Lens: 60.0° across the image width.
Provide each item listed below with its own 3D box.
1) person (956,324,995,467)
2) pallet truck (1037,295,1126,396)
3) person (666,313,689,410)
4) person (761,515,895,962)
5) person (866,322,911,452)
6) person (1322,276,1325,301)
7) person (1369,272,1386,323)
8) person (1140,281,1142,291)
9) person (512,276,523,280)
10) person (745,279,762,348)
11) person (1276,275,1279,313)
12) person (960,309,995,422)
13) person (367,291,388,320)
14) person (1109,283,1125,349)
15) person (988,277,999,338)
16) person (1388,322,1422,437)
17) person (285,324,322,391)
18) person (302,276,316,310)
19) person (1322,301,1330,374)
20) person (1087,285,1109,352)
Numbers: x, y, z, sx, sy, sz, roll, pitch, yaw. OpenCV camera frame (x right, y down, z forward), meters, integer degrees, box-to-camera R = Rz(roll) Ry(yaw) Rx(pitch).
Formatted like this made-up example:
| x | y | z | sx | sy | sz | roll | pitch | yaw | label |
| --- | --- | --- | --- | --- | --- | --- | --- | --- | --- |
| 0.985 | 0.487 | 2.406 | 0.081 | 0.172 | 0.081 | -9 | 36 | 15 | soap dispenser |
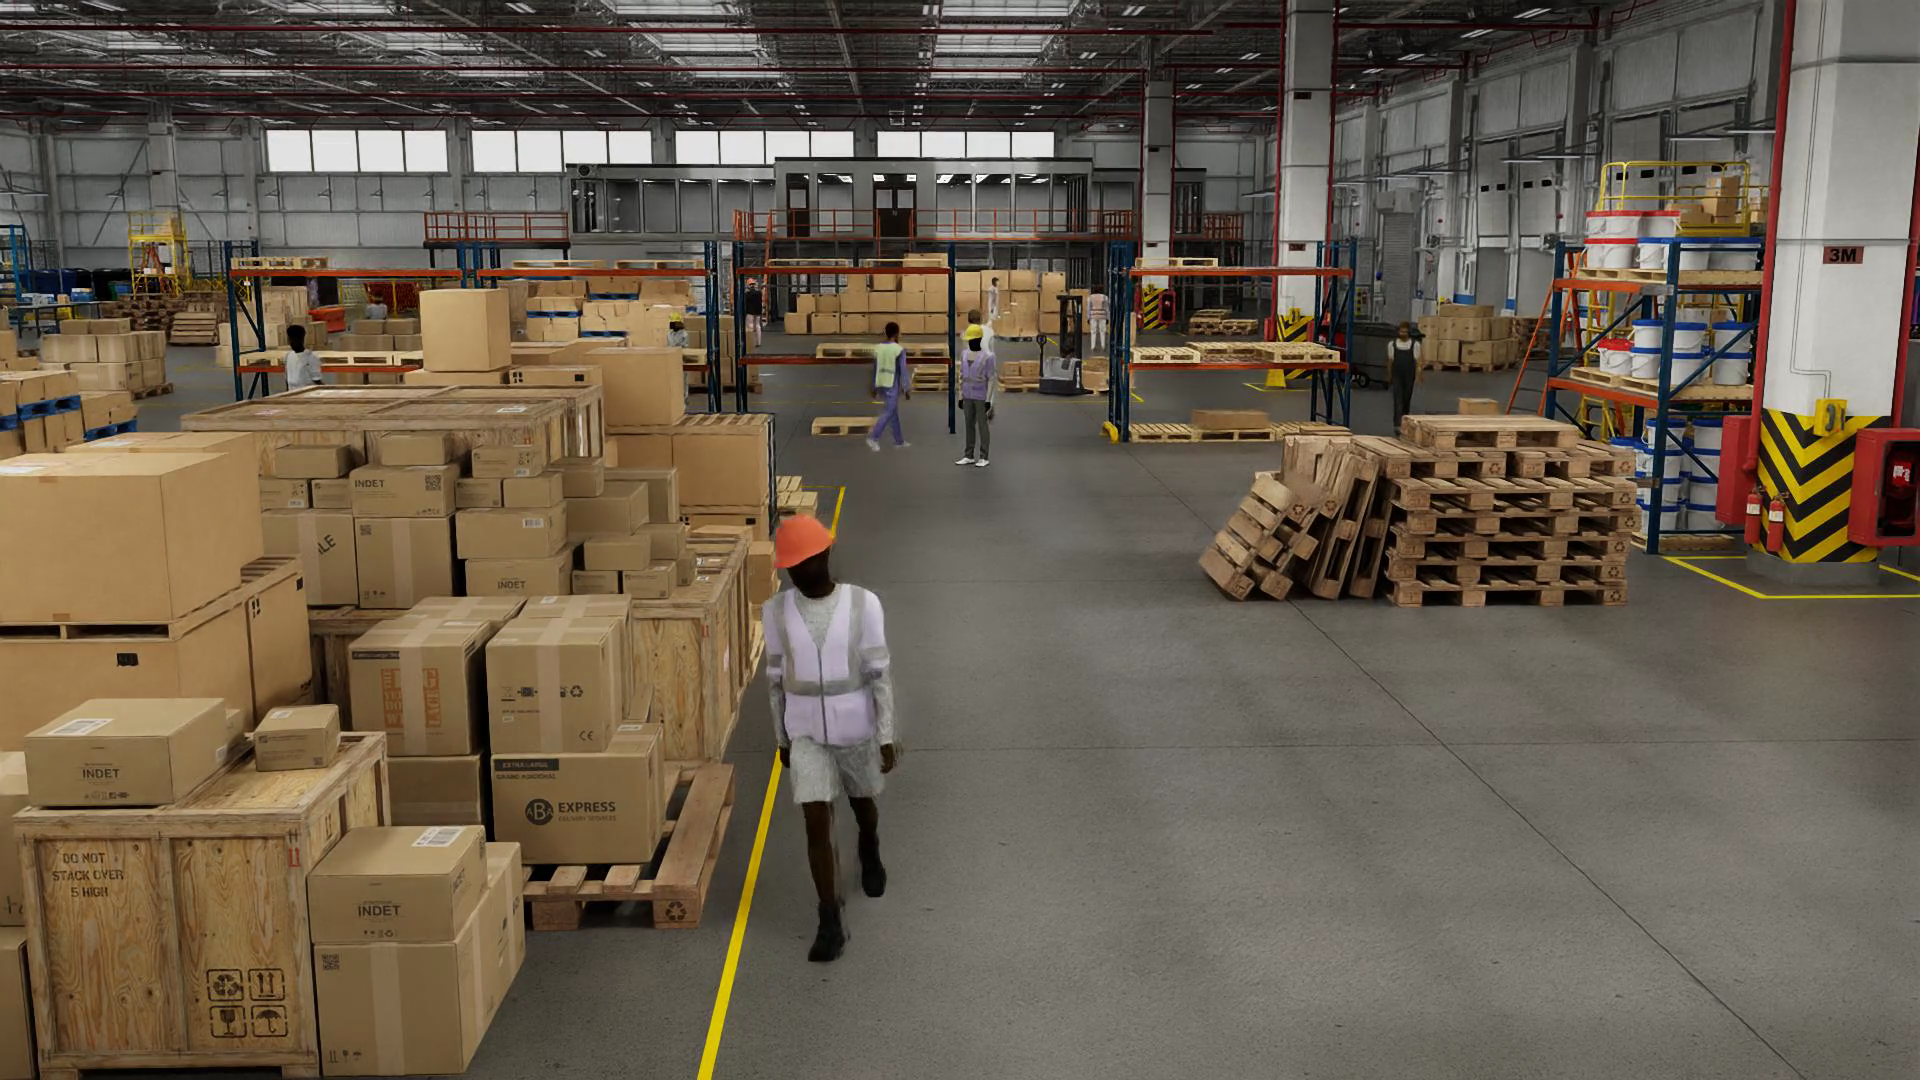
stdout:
| x | y | z | sx | sy | sz | roll | pitch | yaw | label |
| --- | --- | --- | --- | --- | --- | --- | --- | --- | --- |
| 0.207 | -1.954 | 22.525 | 0.587 | 1.927 | 0.365 | 8 | 13 | 39 | person |
| 2.483 | -3.881 | 33.060 | 1.885 | 1.965 | 0.823 | -7 | 13 | -36 | pallet truck |
| -5.122 | -3.220 | 30.087 | 0.487 | 1.744 | 0.294 | 5 | 11 | 26 | person |
| -0.569 | 0.797 | 7.326 | 0.588 | 1.888 | 0.939 | 1 | 10 | 3 | person |
| -1.059 | -2.233 | 24.221 | 0.605 | 1.888 | 0.944 | 10 | 14 | 43 | person |
| 12.768 | -8.428 | 58.740 | 0.547 | 1.888 | 1.042 | -7 | 12 | -34 | person |
| 15.002 | -8.637 | 59.692 | 0.612 | 1.947 | 0.388 | 7 | 12 | 33 | person |
| 6.851 | -9.032 | 62.220 | 0.576 | 1.826 | 0.633 | -3 | 11 | -18 | person |
| -17.900 | -9.980 | 67.478 | 0.584 | 1.853 | 0.941 | 2 | 10 | 10 | person |
| -5.912 | -6.447 | 47.388 | 0.609 | 1.986 | 0.392 | -9 | 14 | -41 | person |
| 13.733 | -10.693 | 71.021 | 0.623 | 1.989 | 0.401 | 3 | 11 | 15 | person |
| 0.315 | -2.916 | 27.919 | 0.638 | 1.918 | 0.662 | -4 | 11 | -21 | person |
| -14.231 | -5.164 | 40.641 | 0.498 | 1.847 | 0.662 | -6 | 12 | -31 | person |
| 4.439 | -6.270 | 46.674 | 0.717 | 1.885 | 0.510 | -10 | 14 | -43 | person |
| 1.053 | -7.298 | 52.263 | 0.353 | 1.937 | 0.635 | 3 | 11 | 15 | person |
| 6.989 | -2.533 | 26.145 | 0.545 | 1.795 | 1.002 | 3 | 11 | 15 | person |
| -8.687 | -1.870 | 21.980 | 0.616 | 1.954 | 0.392 | 7 | 12 | 33 | person |
| -23.172 | -8.577 | 59.277 | 0.616 | 1.991 | 1.075 | 8 | 13 | 38 | person |
| 8.365 | -4.656 | 38.208 | 0.535 | 1.700 | 0.318 | -1 | 10 | -3 | person |
| 3.814 | -6.110 | 45.930 | 0.621 | 1.840 | 0.430 | 2 | 10 | 13 | person |
